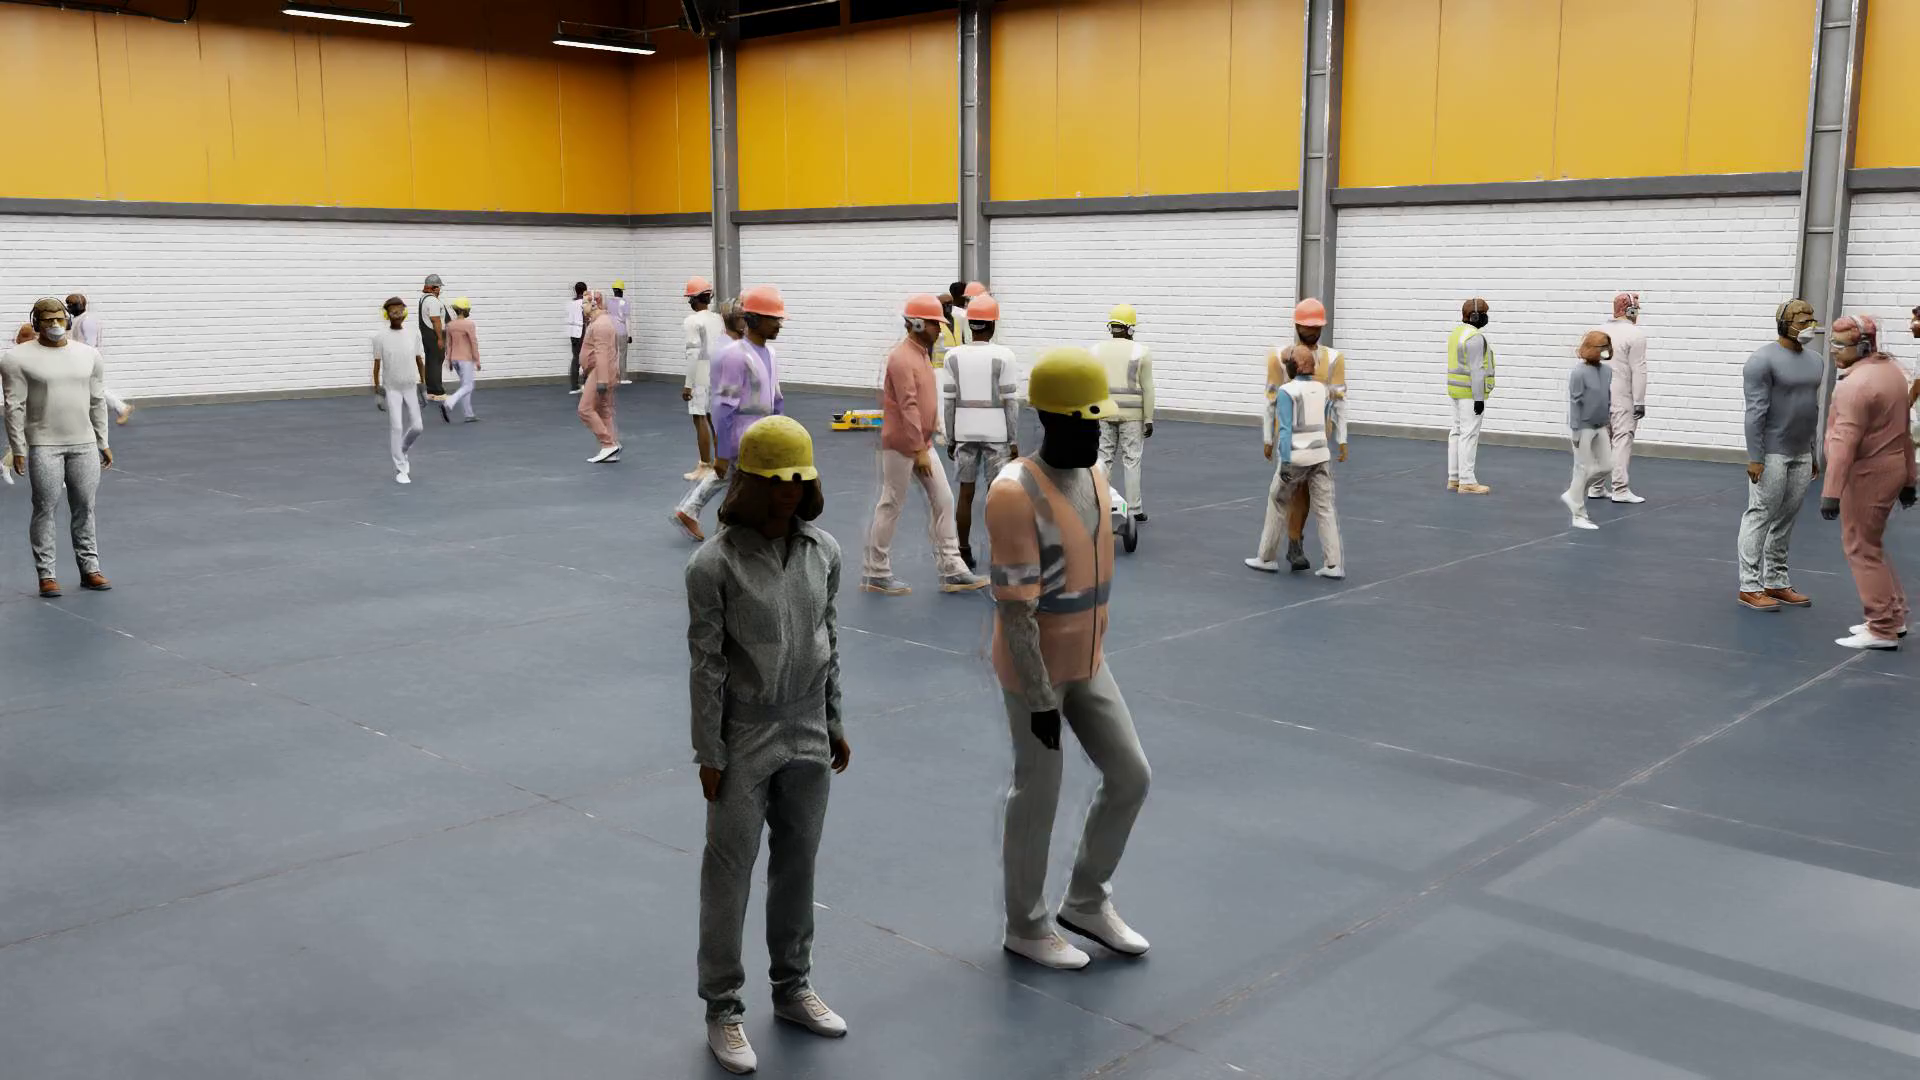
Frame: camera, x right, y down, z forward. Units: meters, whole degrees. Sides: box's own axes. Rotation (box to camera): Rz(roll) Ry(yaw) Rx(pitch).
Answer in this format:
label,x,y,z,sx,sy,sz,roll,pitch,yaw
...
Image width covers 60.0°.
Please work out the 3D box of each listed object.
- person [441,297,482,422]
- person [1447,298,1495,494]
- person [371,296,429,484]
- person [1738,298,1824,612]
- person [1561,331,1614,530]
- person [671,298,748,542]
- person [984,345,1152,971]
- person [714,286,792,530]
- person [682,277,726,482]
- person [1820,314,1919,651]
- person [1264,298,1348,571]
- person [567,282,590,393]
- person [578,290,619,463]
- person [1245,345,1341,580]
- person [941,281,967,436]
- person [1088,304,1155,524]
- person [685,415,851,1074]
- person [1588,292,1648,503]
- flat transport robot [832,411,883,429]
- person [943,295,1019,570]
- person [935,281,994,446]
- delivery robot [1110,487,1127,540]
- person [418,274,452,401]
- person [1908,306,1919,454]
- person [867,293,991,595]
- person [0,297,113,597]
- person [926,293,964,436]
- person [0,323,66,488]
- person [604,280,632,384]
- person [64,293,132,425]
label,x,y,z,sx,sy,sz,roll,pitch,yaw
person,-6.859,-2.456,22.780,0.530,1.744,0.686,6,11,34
person,4.851,-1.366,15.796,0.429,1.842,0.633,0,9,-2
person,-5.599,-1.501,16.599,0.519,1.858,0.575,-7,11,-36
person,5.133,-0.530,10.378,0.630,1.939,0.372,-5,11,-28
person,5.129,-0.900,13.617,0.500,1.625,0.409,-5,11,-30
person,-1.782,-0.892,12.714,0.936,1.910,0.632,1,9,6
person,0.335,0.377,4.925,0.566,1.900,0.610,7,11,35
person,-1.285,-0.606,10.652,0.789,2.004,0.602,2,9,11
person,-2.572,-1.595,16.624,0.423,2.046,0.618,4,10,25
person,5.048,-0.313,9.253,0.502,1.870,0.668,9,13,43
person,2.443,-0.724,11.640,0.560,1.900,0.912,0,9,-3
person,-6.437,-3.449,28.388,0.619,1.896,0.594,8,12,41
person,-3.951,-1.761,18.065,0.435,1.887,0.680,-2,9,-10
person,2.323,-0.538,11.483,0.557,1.593,0.797,-7,11,-36
person,-0.045,-2.287,21.059,0.609,1.964,0.367,8,12,42
person,1.336,-1.040,13.821,0.595,1.831,0.403,4,10,25
person,-0.493,0.533,4.460,0.493,1.740,0.325,-8,13,-42
person,6.015,-1.294,15.156,0.400,1.907,0.645,-4,10,-21
flat transport robot,-0.966,-1.599,22.029,1.431,0.197,0.652,0,9,-3
person,0.155,-0.733,11.619,0.543,1.939,0.361,3,10,19
person,0.096,-2.055,19.635,0.898,1.962,0.661,5,11,29
delivery robot,1.054,-0.255,12.632,0.477,0.478,0.707,-1,9,-3
person,-8.454,-3.275,26.890,0.537,2.000,0.675,-6,11,-33
person,7.862,-1.020,13.727,0.971,1.818,0.550,8,13,42
person,-0.205,-0.594,10.715,0.934,1.949,0.633,4,10,22
person,-5.862,-0.608,10.848,0.359,1.938,0.635,8,12,41
person,-0.213,-2.166,20.765,0.635,1.824,0.644,-7,12,-39
person,-8.988,-1.294,16.056,0.712,1.612,0.500,-2,9,-10
person,-6.291,-3.828,30.674,0.582,1.919,0.392,5,11,30
person,-11.522,-2.361,22.018,0.624,1.814,0.840,8,12,42
